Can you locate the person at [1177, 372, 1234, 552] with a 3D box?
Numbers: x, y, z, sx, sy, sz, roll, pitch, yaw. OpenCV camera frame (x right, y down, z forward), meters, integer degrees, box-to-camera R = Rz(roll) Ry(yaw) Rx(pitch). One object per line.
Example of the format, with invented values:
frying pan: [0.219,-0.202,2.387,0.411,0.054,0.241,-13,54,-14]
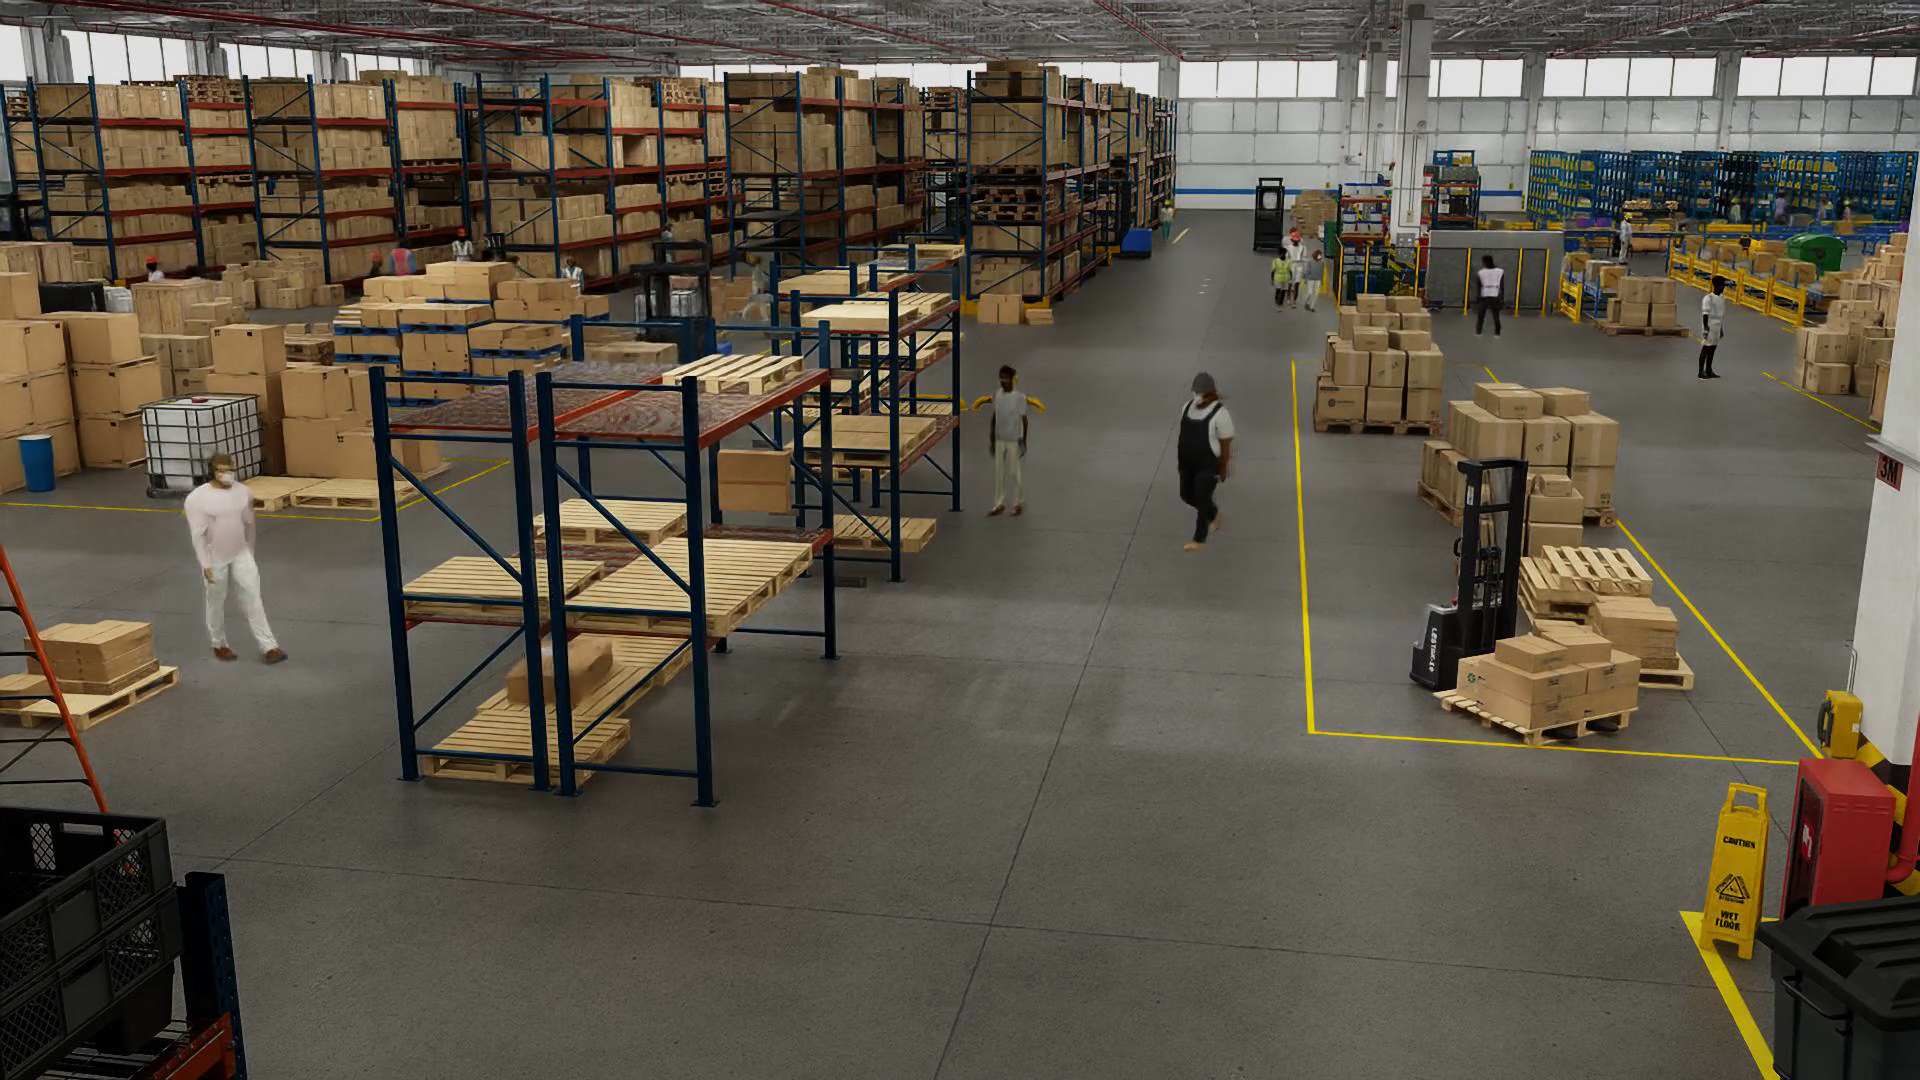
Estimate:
person: [2.756,-0.908,18.617,0.735,2.000,0.692,-11,17,-37]

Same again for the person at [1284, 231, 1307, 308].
person: [8.849,-7.139,43.952,0.615,2.021,0.467,1,14,6]

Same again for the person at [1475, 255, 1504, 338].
person: [11.978,-5.486,37.560,0.664,1.879,0.481,2,14,9]

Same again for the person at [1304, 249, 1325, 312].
person: [9.169,-6.694,42.963,0.523,1.614,0.349,-2,14,-10]

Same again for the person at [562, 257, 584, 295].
person: [-9.348,-6.019,40.215,0.524,1.631,0.318,0,14,-2]

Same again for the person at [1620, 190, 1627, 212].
person: [35.806,-18.240,89.583,0.343,1.747,0.573,-10,17,-36]

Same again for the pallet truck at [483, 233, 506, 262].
pallet truck: [-11.832,-7.026,43.548,1.885,1.965,0.823,8,16,28]

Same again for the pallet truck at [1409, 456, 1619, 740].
pallet truck: [4.504,0.400,13.395,0.823,1.965,1.885,-6,15,-23]

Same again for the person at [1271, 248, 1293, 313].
person: [8.308,-6.683,42.832,0.549,1.657,0.840,-2,14,-7]

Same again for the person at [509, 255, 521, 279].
person: [-10.132,-5.474,37.469,0.930,1.904,0.630,-4,14,-16]

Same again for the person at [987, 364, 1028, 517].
person: [0.580,-1.206,20.193,0.535,1.864,0.309,8,16,30]

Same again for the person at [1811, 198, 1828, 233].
person: [36.699,-13.677,70.938,0.860,1.816,0.575,5,15,20]

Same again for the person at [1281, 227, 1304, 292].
person: [9.736,-8.227,48.710,0.676,1.851,0.993,3,14,12]

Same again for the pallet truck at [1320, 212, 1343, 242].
pallet truck: [15.874,-13.227,70.310,0.680,1.201,1.601,10,17,35]

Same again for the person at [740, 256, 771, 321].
person: [-5.038,-6.193,40.968,0.716,1.597,0.537,0,14,0]

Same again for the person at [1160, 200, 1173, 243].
person: [8.682,-13.396,69.903,0.533,1.748,0.613,1,14,5]

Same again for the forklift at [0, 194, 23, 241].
forklift: [-27.737,-8.661,48.367,1.129,2.768,1.873,3,14,10]

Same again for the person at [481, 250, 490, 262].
person: [-12.021,-6.492,42.071,0.883,1.640,0.552,-1,14,-4]

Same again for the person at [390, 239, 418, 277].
person: [-14.701,-7.058,44.051,0.637,1.824,0.512,3,14,12]

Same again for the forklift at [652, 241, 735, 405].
forklift: [-4.540,-3.528,27.529,1.129,2.768,1.873,3,14,10]

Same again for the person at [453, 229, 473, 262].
person: [-13.975,-7.784,46.810,0.552,1.897,0.926,-3,14,-14]

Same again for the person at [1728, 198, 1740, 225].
person: [33.001,-13.699,71.030,0.527,1.808,0.622,2,14,9]

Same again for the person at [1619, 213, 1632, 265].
person: [23.229,-10.506,58.055,0.403,1.817,0.602,9,16,32]

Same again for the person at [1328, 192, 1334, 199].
person: [18.451,-16.613,83.304,0.808,1.596,0.533,13,19,42]

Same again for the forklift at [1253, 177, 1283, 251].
forklift: [12.083,-12.747,64.956,1.129,2.768,1.873,3,14,10]

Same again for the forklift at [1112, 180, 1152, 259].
forklift: [6.082,-11.722,60.796,1.873,2.768,1.129,2,14,9]

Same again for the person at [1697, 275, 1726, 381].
person: [14.178,-3.995,31.305,0.609,1.965,0.364,-10,17,-36]

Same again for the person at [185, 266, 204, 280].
person: [-16.394,-4.937,35.483,0.944,1.795,0.626,4,14,16]

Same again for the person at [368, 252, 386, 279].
person: [-12.887,-5.369,36.847,0.458,1.978,0.652,-6,15,-24]

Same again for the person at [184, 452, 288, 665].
person: [-6.319,0.192,14.447,0.968,1.889,0.646,12,18,40]

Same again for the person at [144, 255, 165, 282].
person: [-17.920,-5.339,36.885,0.871,1.900,0.564,-13,19,-43]

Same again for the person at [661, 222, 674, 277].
person: [-8.754,-8.569,49.945,0.362,1.932,0.631,-9,17,-34]

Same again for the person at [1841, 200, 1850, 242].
person: [37.073,-13.333,69.672,0.379,1.754,0.525,6,15,22]

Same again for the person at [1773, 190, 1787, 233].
person: [36.769,-14.675,74.579,0.613,2.018,0.831,0,14,2]
